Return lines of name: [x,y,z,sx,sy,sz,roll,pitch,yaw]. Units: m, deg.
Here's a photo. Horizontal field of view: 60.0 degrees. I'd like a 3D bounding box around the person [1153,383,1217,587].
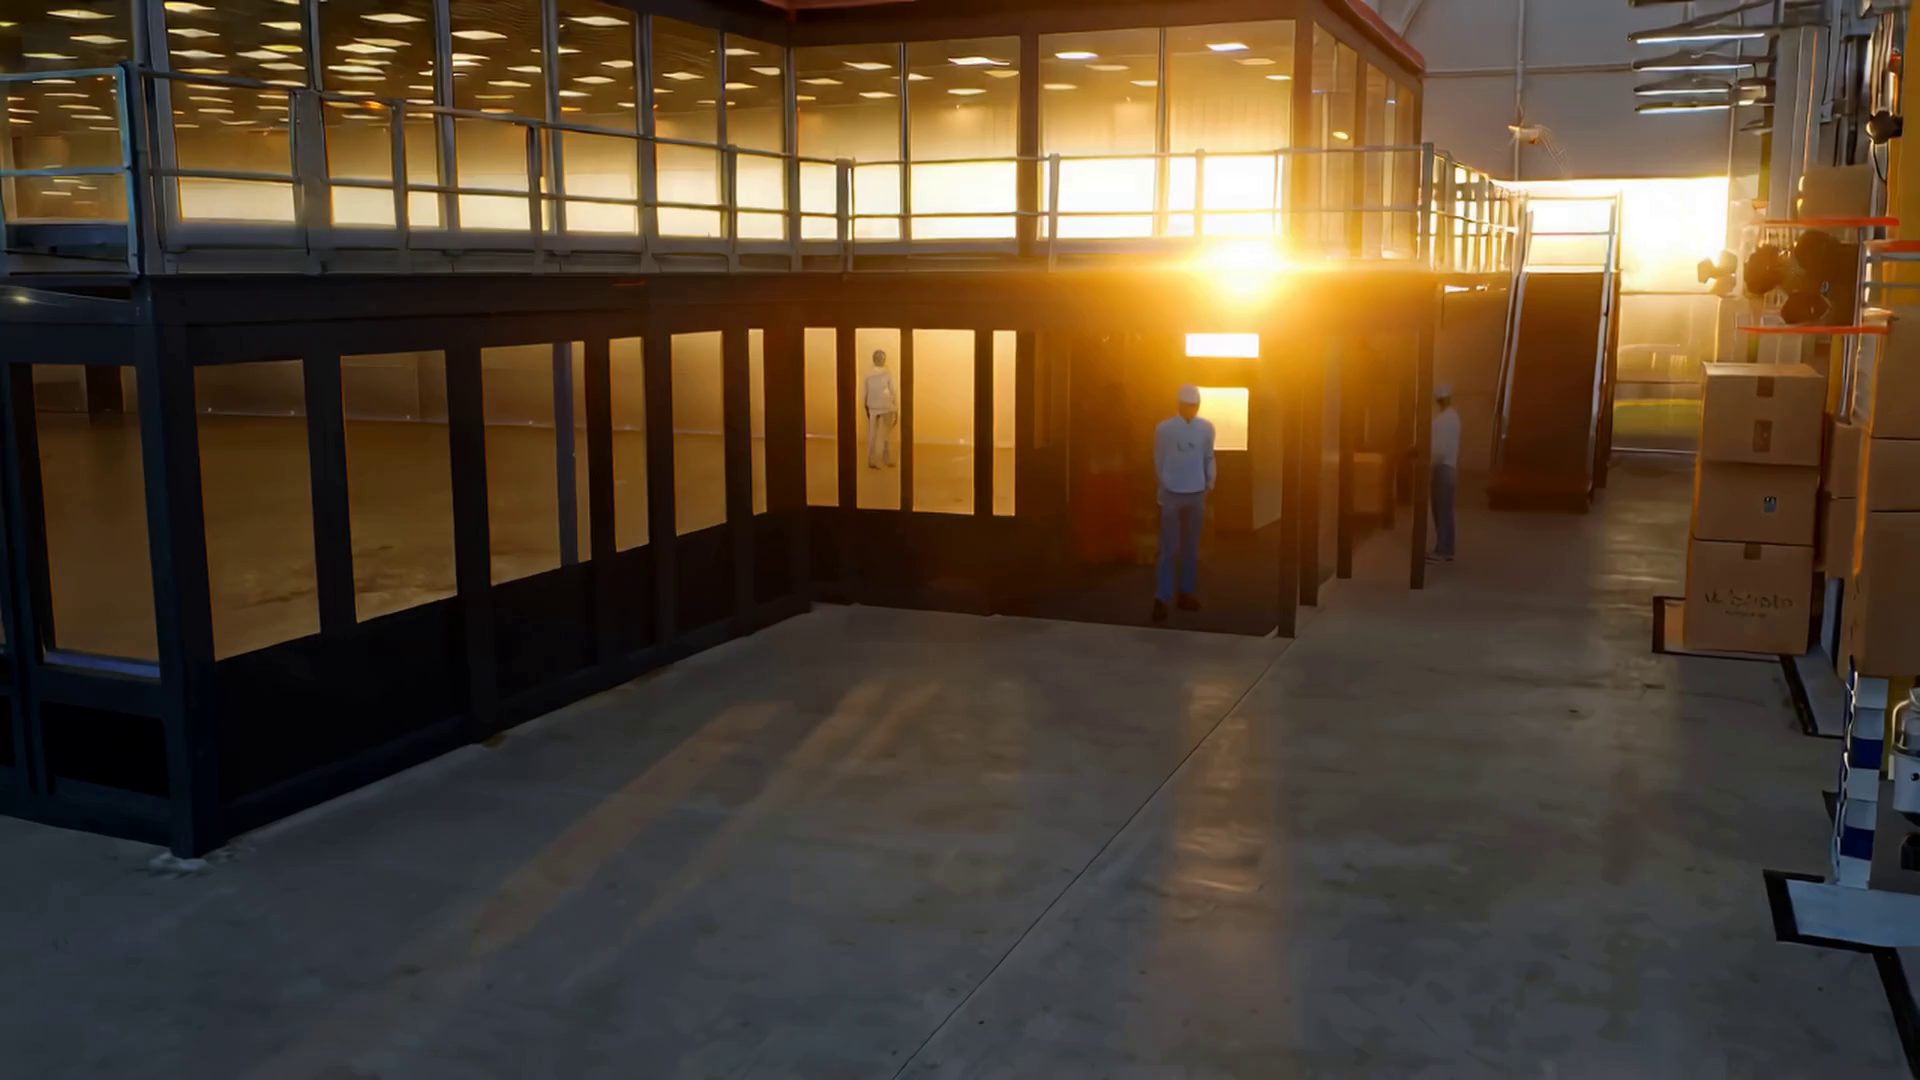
person: [2.174,-0.525,16.069,0.615,1.988,0.401,-1,9,-5]
